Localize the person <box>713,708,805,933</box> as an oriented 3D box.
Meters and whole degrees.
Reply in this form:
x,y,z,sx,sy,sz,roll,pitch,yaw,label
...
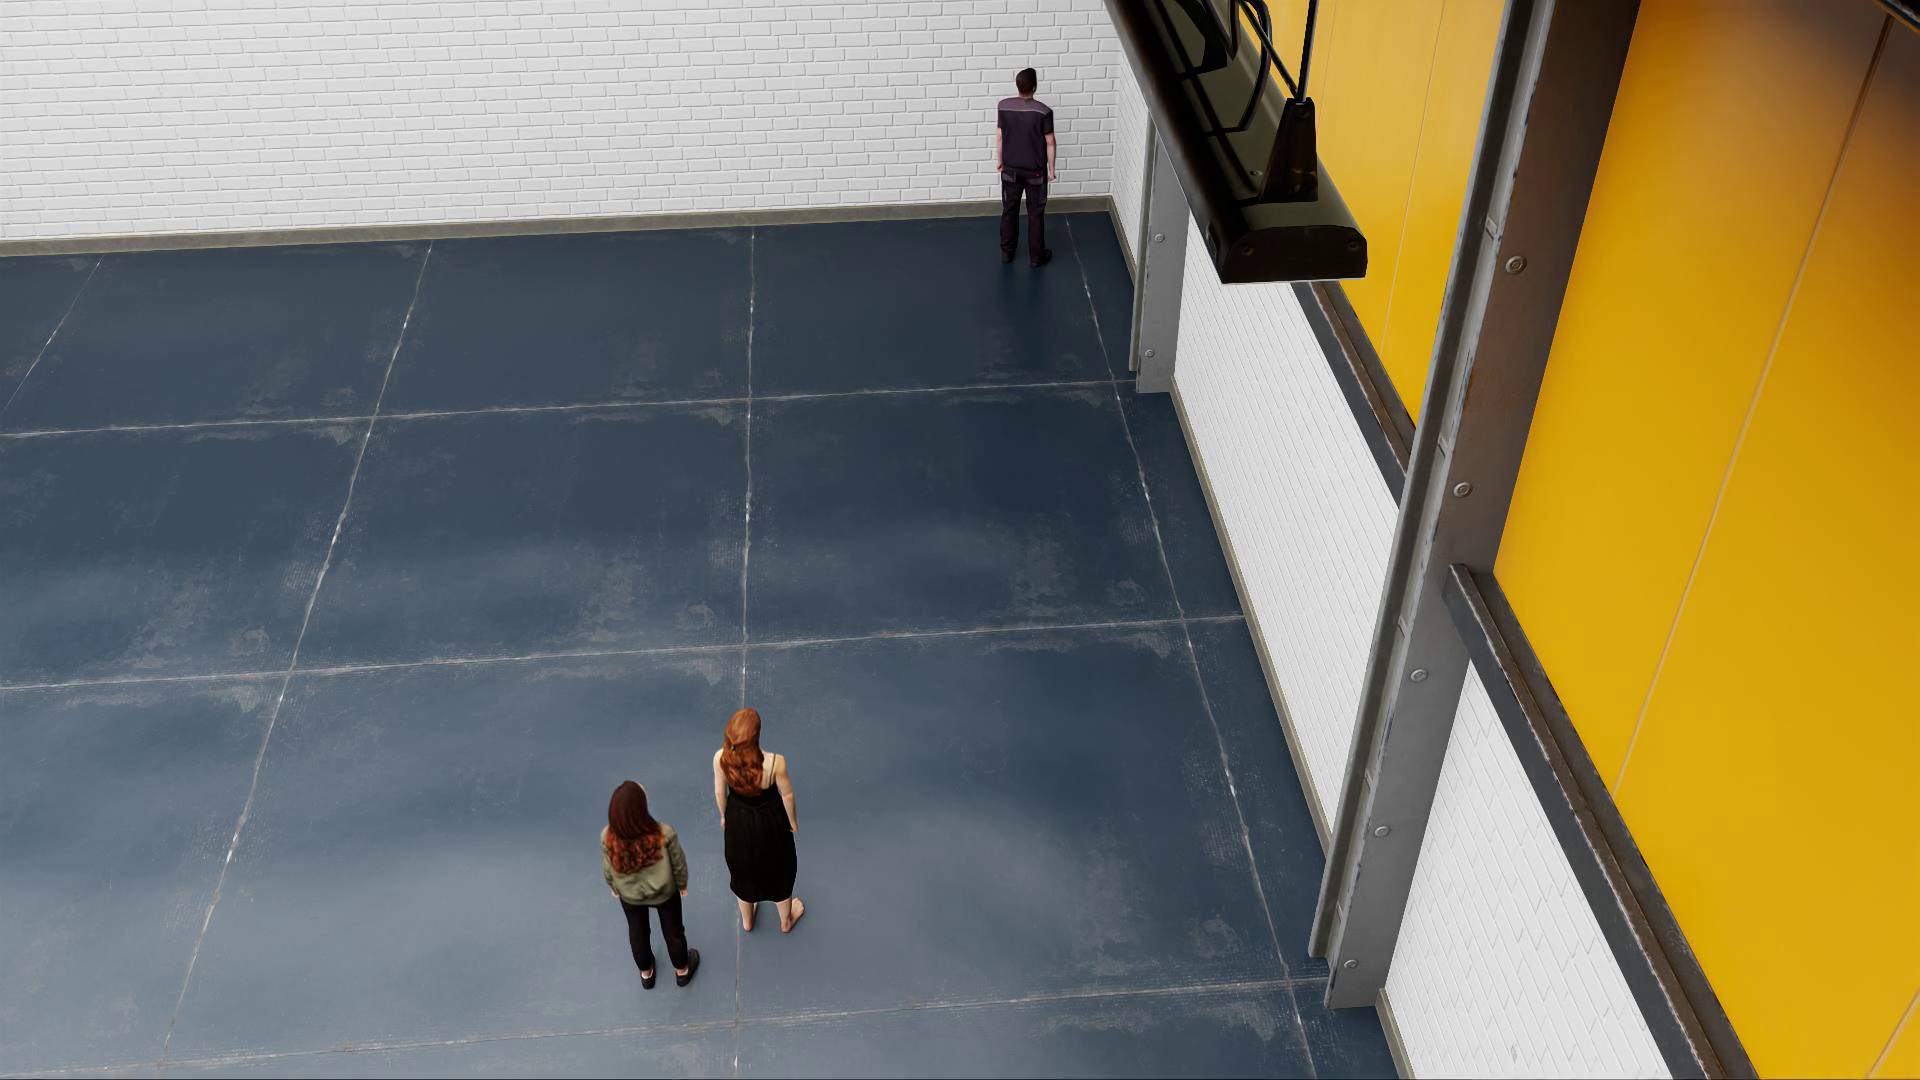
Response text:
x,y,z,sx,sy,sz,roll,pitch,yaw,label
-1.098,1.515,8.916,0.615,1.624,0.612,3,39,4,person

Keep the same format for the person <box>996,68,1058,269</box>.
x,y,z,sx,sy,sz,roll,pitch,yaw,label
0.578,-3.306,14.775,0.799,1.846,0.763,13,41,16,person

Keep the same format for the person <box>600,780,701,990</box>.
x,y,z,sx,sy,sz,roll,pitch,yaw,label
-1.624,1.812,8.664,0.584,1.475,0.515,-1,39,-1,person
